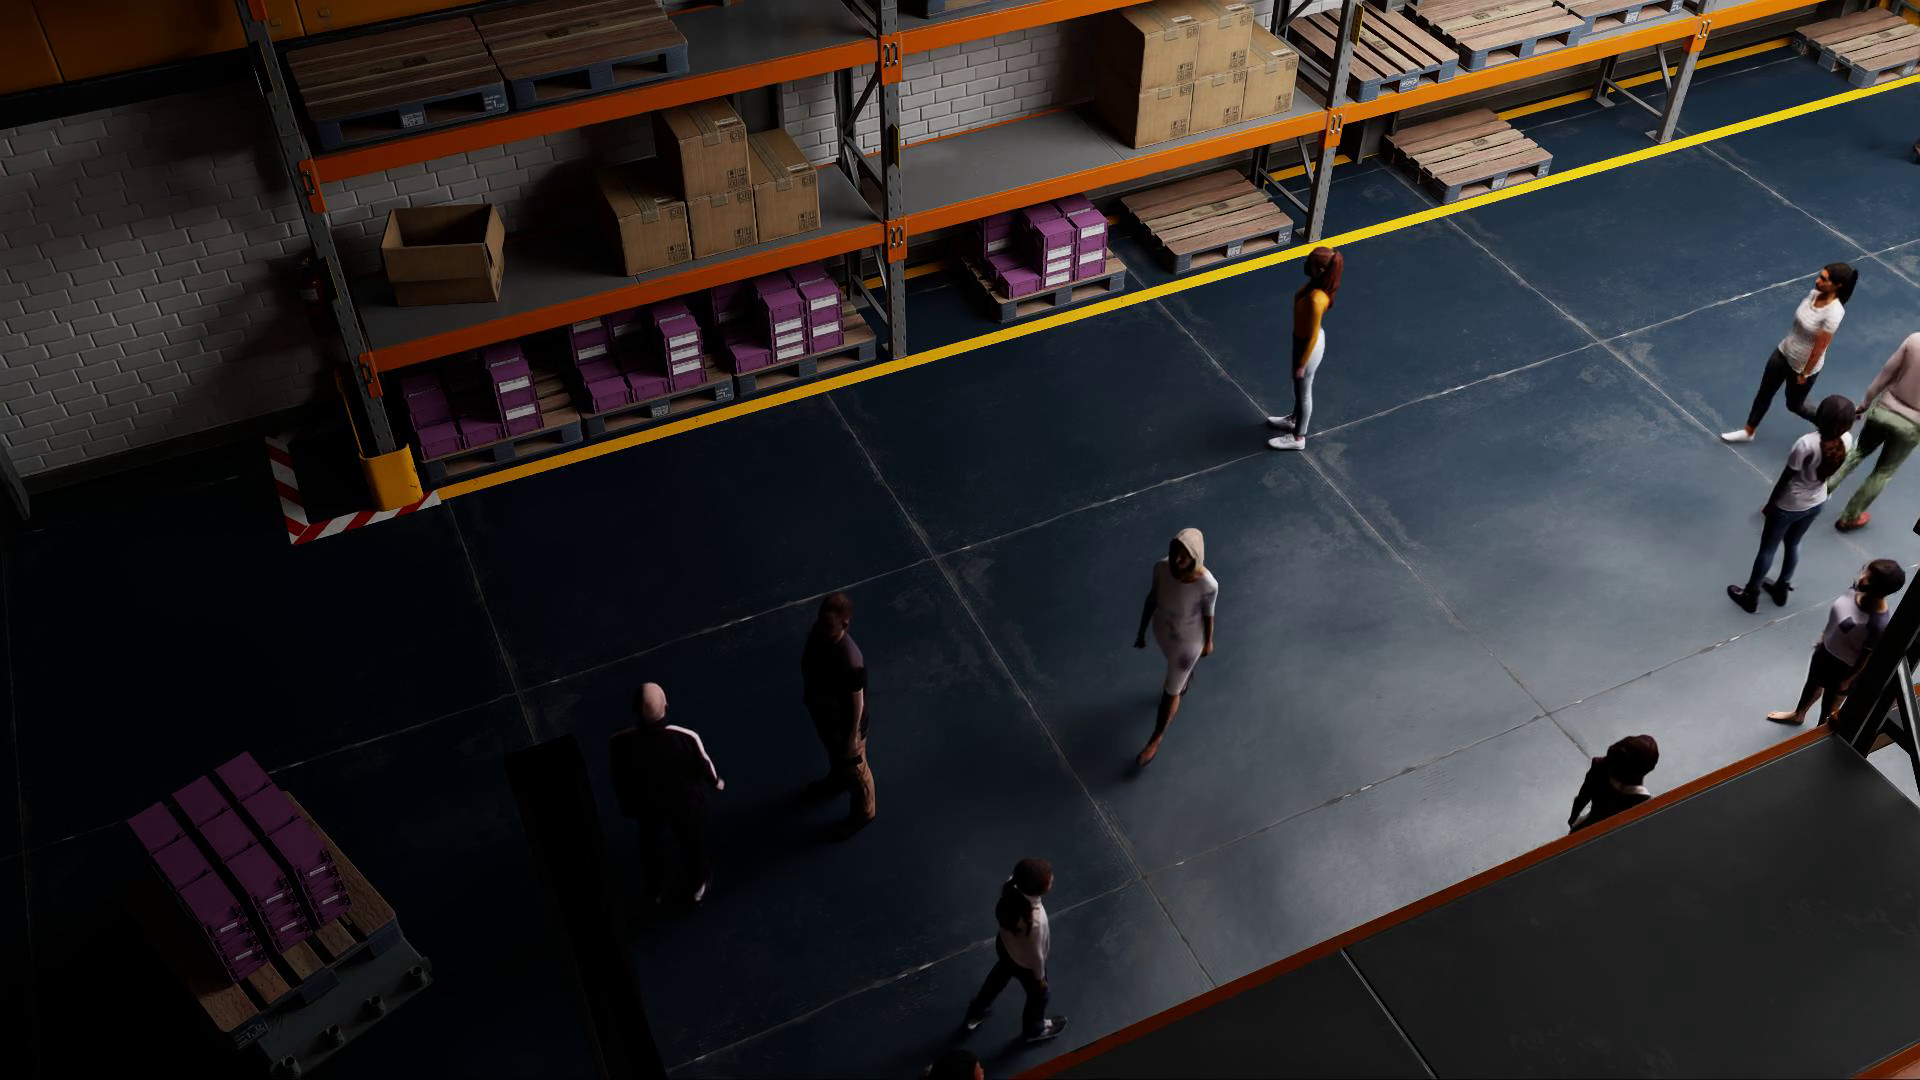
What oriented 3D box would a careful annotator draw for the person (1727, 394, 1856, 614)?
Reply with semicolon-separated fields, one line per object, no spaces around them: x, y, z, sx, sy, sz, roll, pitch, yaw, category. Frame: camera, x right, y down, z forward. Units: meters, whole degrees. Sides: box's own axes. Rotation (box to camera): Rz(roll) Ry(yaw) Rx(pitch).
5.519;-0.240;10.949;0.494;1.718;0.657;-12;45;-12;person

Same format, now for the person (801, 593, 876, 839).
-0.685;0.975;9.586;0.585;1.840;0.684;-20;47;-20;person

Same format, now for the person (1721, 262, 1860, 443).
6.211;-1.319;12.147;1.057;1.628;0.795;-2;44;-3;person

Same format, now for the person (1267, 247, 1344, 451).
2.540;-1.403;12.147;0.721;1.750;0.680;7;44;8;person

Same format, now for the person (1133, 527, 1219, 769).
1.362;0.526;10.156;0.968;1.703;1.169;25;49;24;person

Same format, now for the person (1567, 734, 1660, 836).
3.326;1.737;8.844;1.184;1.760;0.825;-31;52;-28;person

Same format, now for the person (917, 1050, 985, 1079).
-0.128;2.886;7.757;0.664;1.596;0.640;-21;47;-20;person

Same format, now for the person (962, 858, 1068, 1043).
0.264;2.131;8.588;0.759;1.542;0.549;-17;46;-17;person

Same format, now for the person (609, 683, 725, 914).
-1.586;1.496;9.048;0.750;1.828;0.869;2;44;2;person

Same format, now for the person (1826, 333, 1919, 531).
6.419;-0.803;11.458;0.819;1.832;0.741;29;51;27;person

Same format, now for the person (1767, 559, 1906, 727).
5.357;0.690;10.084;0.657;1.565;0.645;0;44;0;person
